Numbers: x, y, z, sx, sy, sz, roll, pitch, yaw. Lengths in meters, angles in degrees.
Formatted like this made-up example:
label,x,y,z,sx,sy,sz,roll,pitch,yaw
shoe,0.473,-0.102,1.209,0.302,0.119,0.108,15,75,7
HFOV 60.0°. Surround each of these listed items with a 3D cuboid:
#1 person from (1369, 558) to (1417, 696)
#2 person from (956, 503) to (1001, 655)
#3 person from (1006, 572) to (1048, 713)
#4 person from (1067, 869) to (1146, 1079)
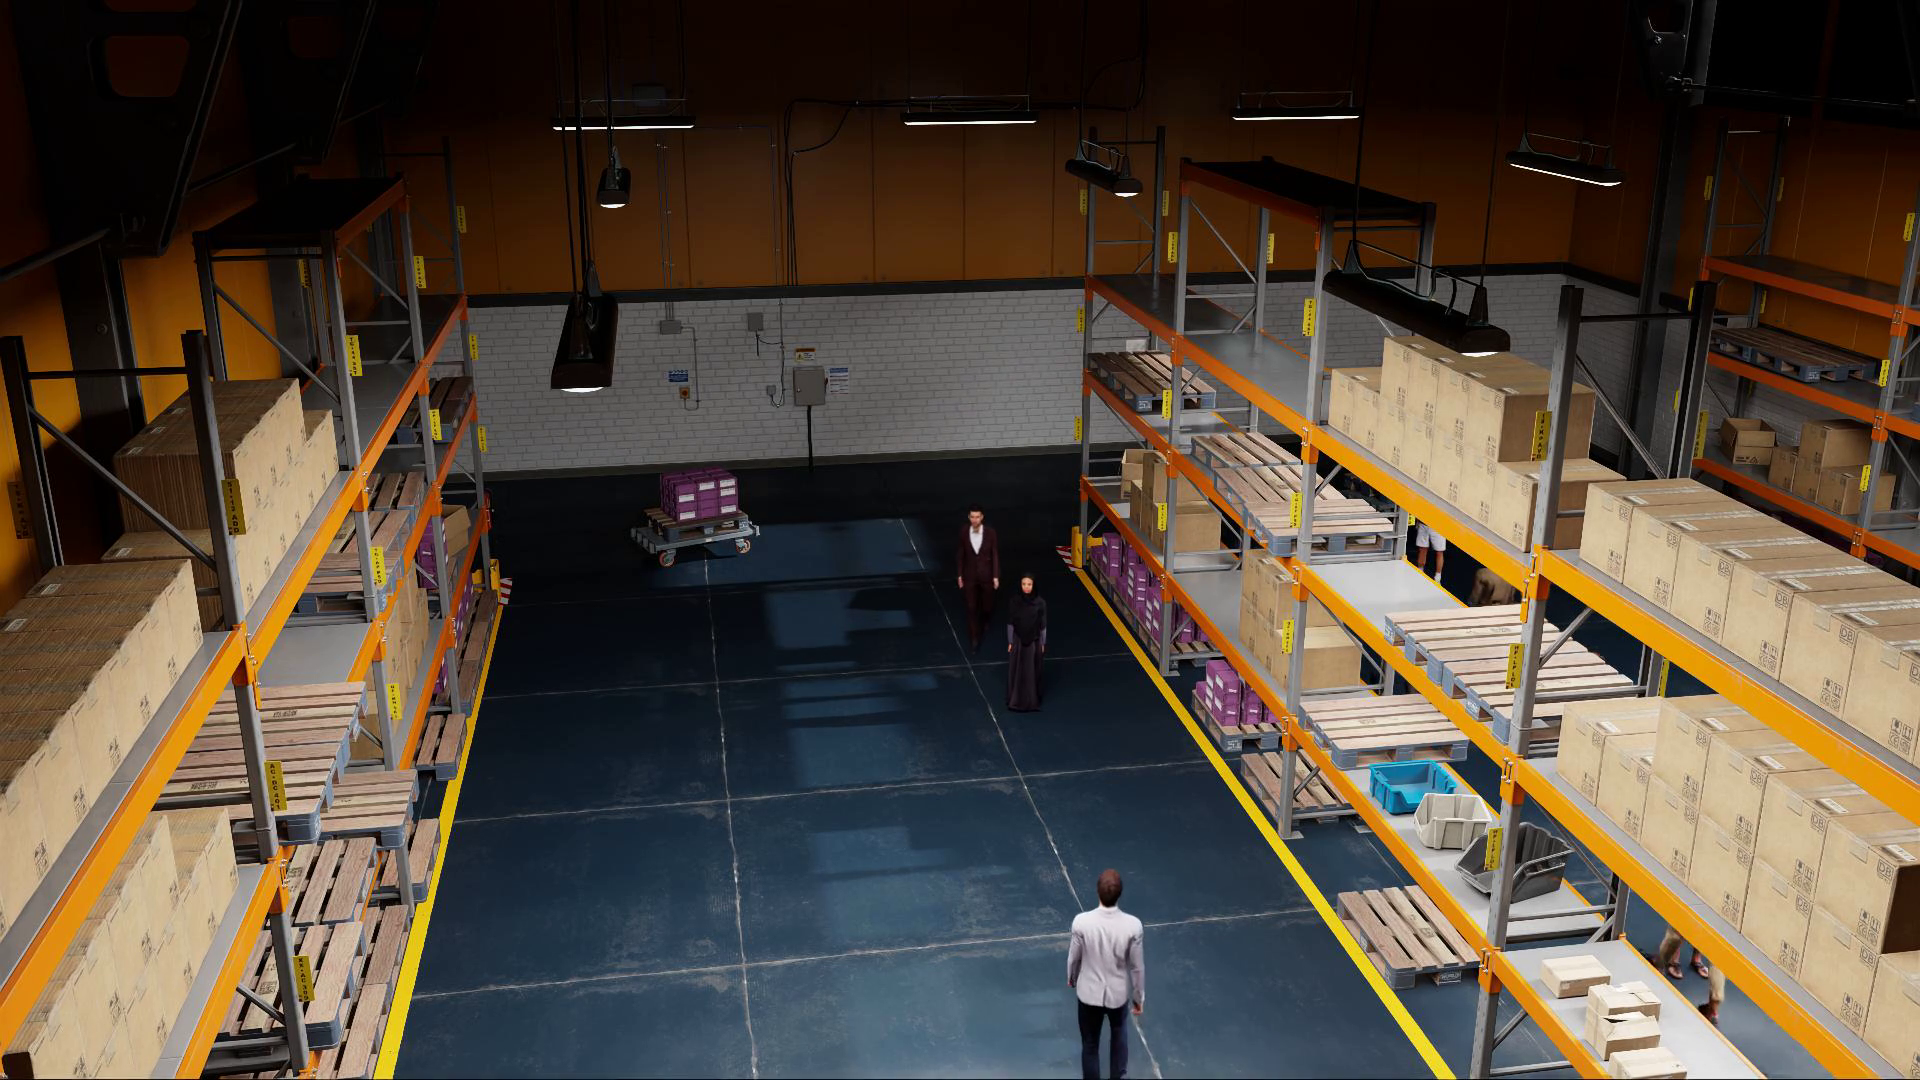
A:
label,x,y,z,sx,sy,sz,roll,pitch,yaw
person,4.931,1.110,18.396,0.684,1.751,1.136,-3,19,-10
person,0.231,0.429,20.265,0.854,1.849,1.085,2,19,6
person,0.749,1.123,18.573,0.672,1.614,0.672,2,19,5
person,1.035,3.271,11.852,0.742,1.831,0.715,-1,19,-3
